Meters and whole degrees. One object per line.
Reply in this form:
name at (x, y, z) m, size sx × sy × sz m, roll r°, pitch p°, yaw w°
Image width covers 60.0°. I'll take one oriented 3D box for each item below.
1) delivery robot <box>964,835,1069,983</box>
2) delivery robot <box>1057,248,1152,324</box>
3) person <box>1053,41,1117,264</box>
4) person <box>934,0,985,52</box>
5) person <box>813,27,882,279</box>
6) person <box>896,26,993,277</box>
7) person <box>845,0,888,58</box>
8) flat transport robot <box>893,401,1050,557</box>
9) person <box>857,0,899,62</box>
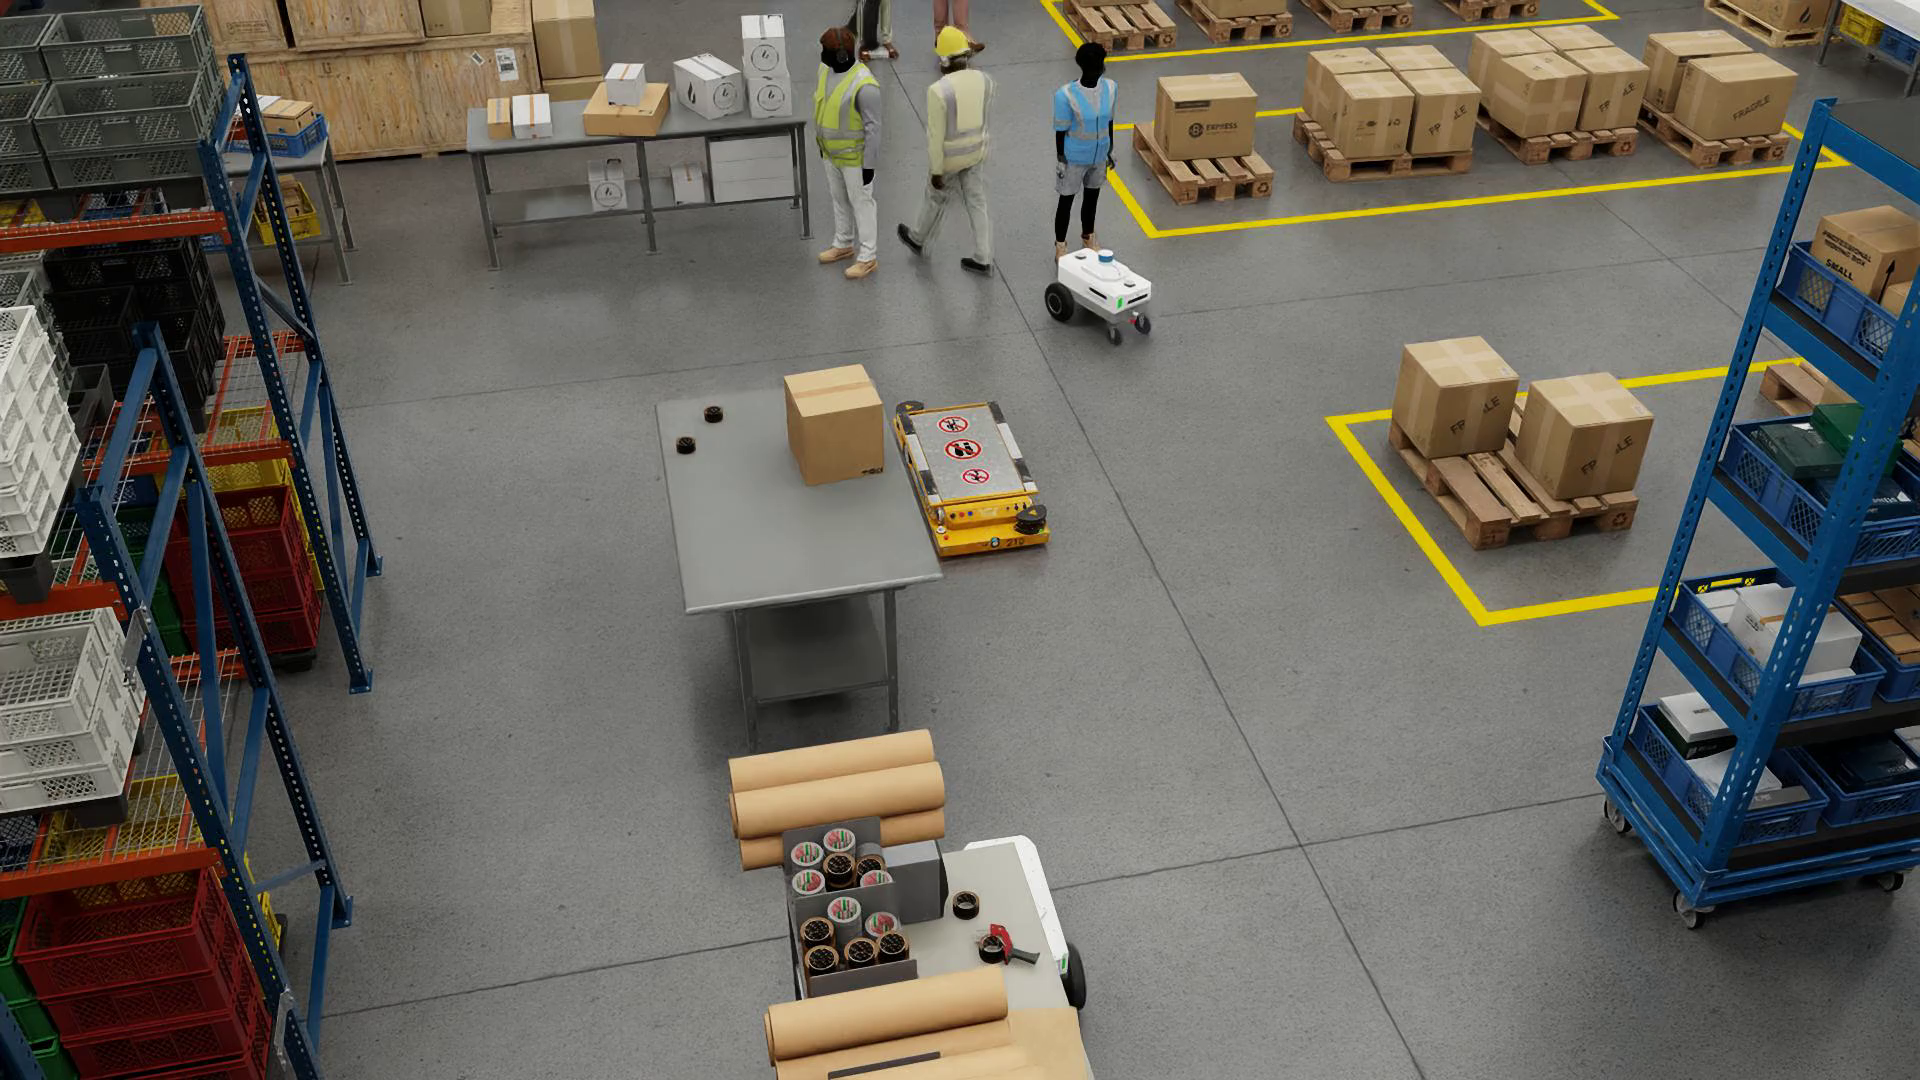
delivery robot at (0.223, 1.590, 7.082) m, size 0.477 × 0.478 × 0.707 m, roll -7°, pitch 37°, yaw -9°
delivery robot at (1.009, -1.792, 11.627) m, size 0.477 × 0.478 × 0.707 m, roll -24°, pitch 43°, yaw -29°
person at (0.907, -2.797, 12.102) m, size 0.532 × 1.698 × 0.319 m, roll -19°, pitch 41°, yaw -24°
person at (-0.033, -5.573, 15.666) m, size 0.406 × 1.903 × 0.636 m, roll -28°, pitch 45°, yaw -32°
person at (-0.823, -2.786, 11.971) m, size 0.428 × 1.839 × 0.631 m, roll -25°, pitch 43°, yaw -30°
person at (-0.079, -2.840, 12.087) m, size 0.598 × 1.784 × 0.883 m, roll -26°, pitch 44°, yaw -30°
person at (-0.855, -5.437, 15.481) m, size 0.425 × 1.905 × 0.606 m, roll -6°, pitch 37°, yaw -8°
flat transport robot at (0.046, -0.430, 10.108) m, size 0.652 × 0.197 × 1.431 m, roll -8°, pitch 37°, yaw -10°
person at (-0.806, -5.394, 15.471) m, size 0.517 × 1.852 × 0.329 m, roll -13°, pitch 39°, yaw -17°
